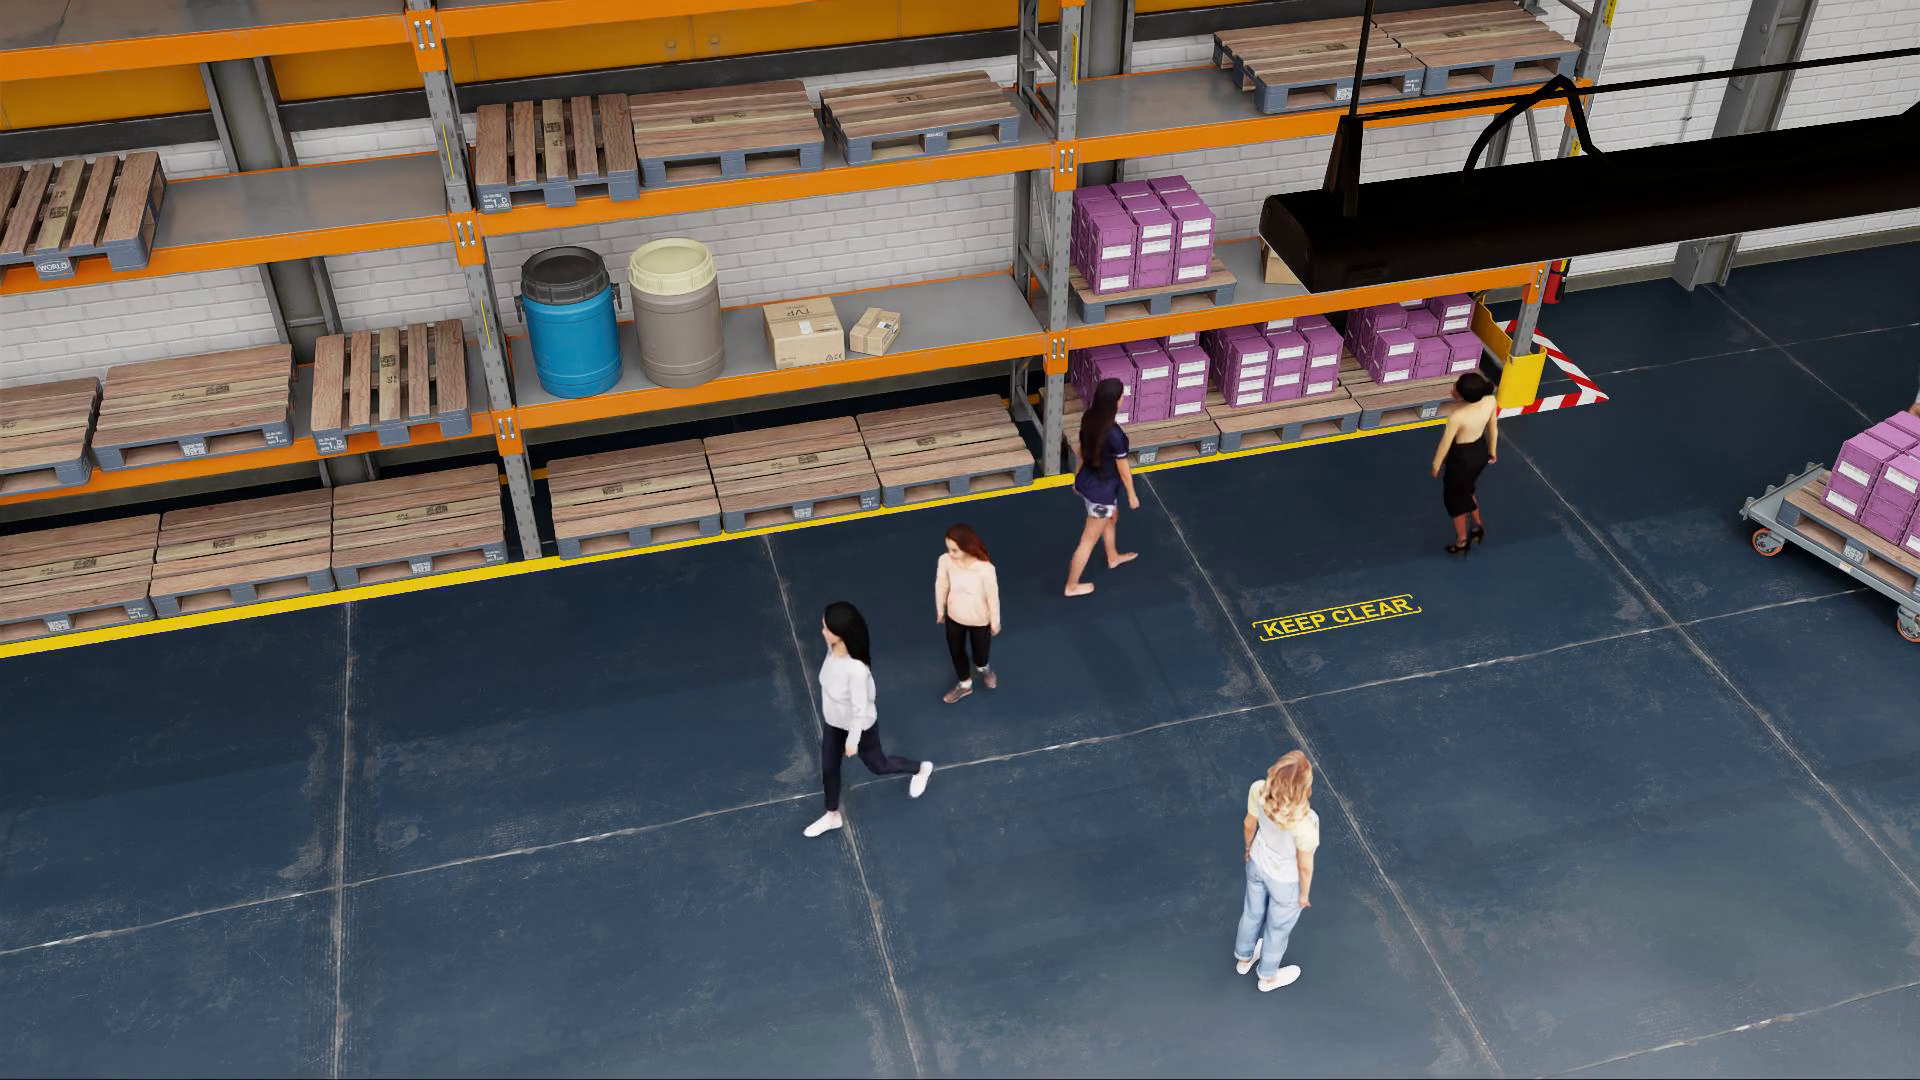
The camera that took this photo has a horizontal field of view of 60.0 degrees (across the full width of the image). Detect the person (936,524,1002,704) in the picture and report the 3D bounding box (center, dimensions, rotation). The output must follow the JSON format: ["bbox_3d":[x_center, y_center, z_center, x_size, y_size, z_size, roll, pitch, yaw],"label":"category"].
[{"bbox_3d":[0.068,0.481,10.632,0.732,1.463,0.796,10,40,12],"label":"person"}]

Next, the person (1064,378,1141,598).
[{"bbox_3d":[0.873,-0.302,11.389,0.926,1.742,0.674,-15,41,-18],"label":"person"}]

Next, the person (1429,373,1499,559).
[{"bbox_3d":[3.603,-0.524,11.769,0.624,1.613,0.787,-13,40,-15],"label":"person"}]

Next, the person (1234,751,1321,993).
[{"bbox_3d":[1.677,1.761,8.820,0.691,1.723,0.702,-27,46,-30],"label":"person"}]

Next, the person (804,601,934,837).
[{"bbox_3d":[-0.548,1.036,9.776,1.177,1.664,0.862,-24,44,-27],"label":"person"}]
